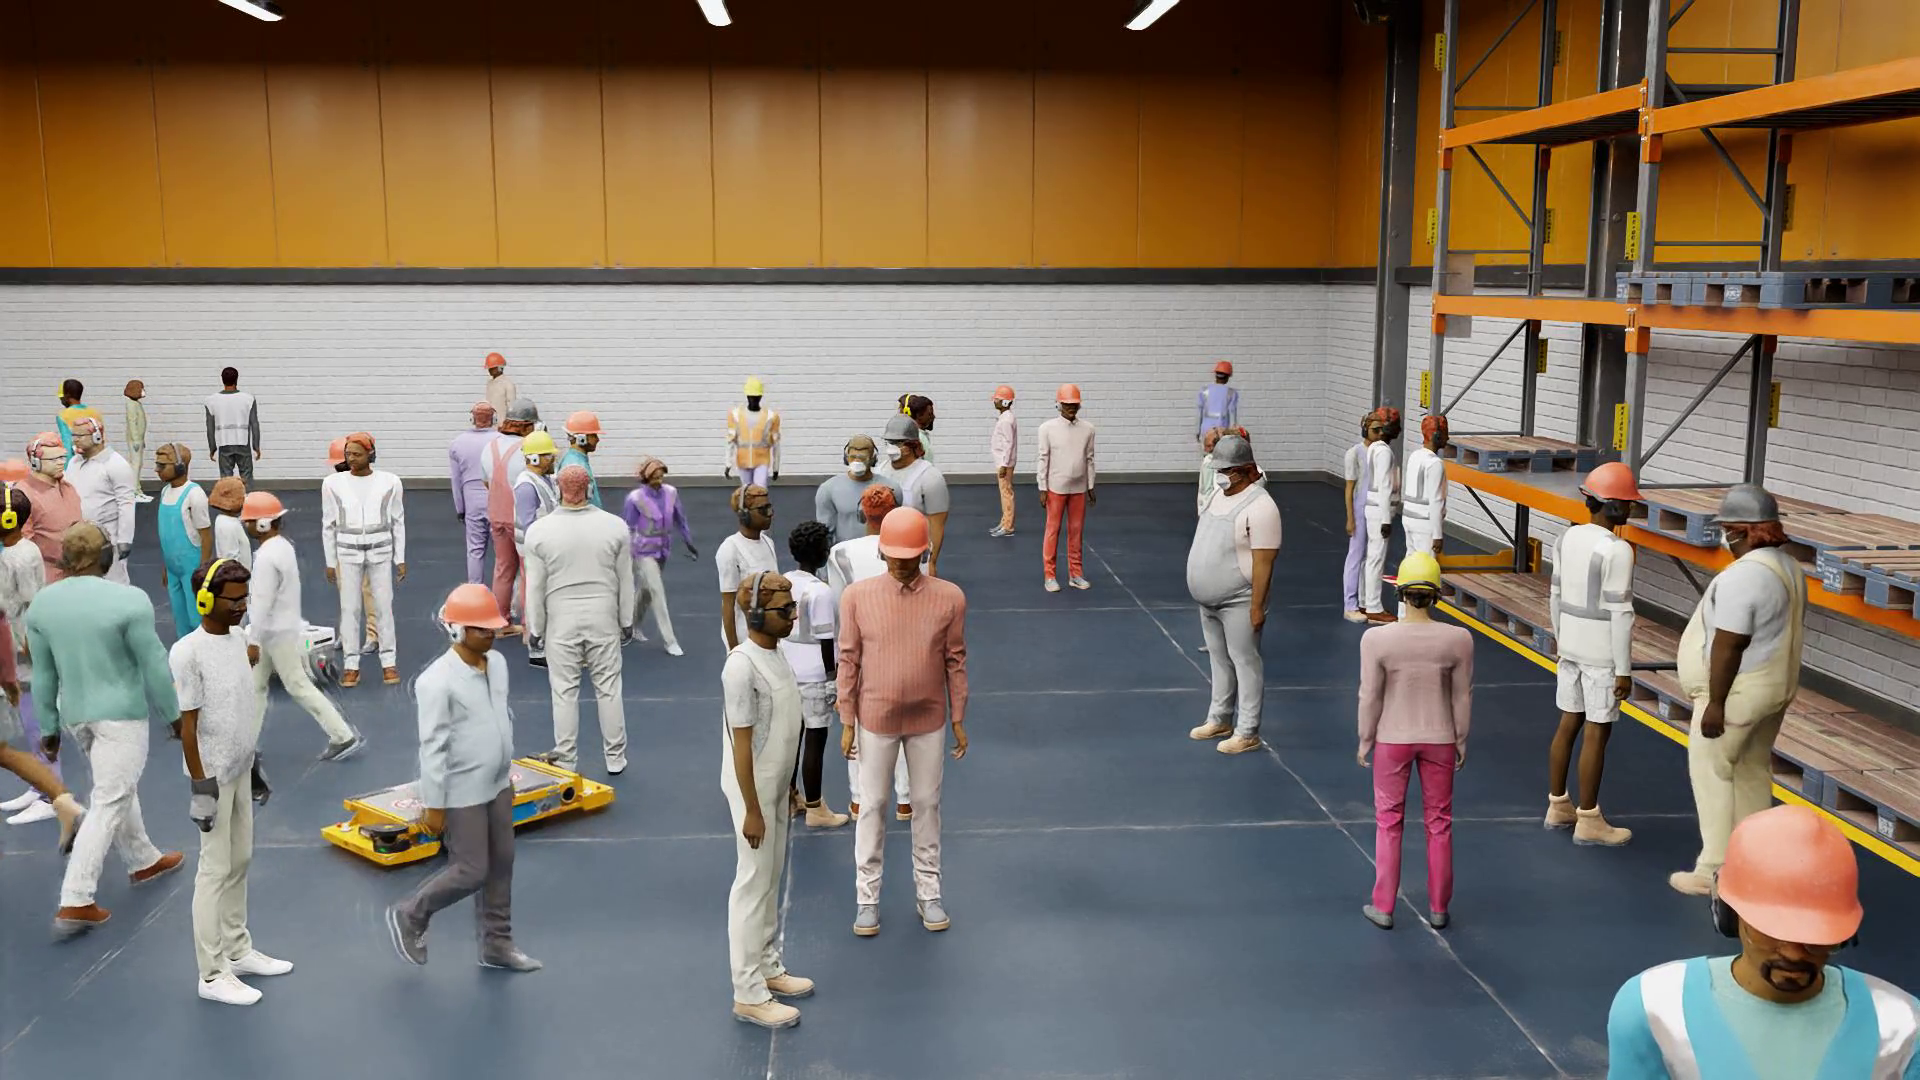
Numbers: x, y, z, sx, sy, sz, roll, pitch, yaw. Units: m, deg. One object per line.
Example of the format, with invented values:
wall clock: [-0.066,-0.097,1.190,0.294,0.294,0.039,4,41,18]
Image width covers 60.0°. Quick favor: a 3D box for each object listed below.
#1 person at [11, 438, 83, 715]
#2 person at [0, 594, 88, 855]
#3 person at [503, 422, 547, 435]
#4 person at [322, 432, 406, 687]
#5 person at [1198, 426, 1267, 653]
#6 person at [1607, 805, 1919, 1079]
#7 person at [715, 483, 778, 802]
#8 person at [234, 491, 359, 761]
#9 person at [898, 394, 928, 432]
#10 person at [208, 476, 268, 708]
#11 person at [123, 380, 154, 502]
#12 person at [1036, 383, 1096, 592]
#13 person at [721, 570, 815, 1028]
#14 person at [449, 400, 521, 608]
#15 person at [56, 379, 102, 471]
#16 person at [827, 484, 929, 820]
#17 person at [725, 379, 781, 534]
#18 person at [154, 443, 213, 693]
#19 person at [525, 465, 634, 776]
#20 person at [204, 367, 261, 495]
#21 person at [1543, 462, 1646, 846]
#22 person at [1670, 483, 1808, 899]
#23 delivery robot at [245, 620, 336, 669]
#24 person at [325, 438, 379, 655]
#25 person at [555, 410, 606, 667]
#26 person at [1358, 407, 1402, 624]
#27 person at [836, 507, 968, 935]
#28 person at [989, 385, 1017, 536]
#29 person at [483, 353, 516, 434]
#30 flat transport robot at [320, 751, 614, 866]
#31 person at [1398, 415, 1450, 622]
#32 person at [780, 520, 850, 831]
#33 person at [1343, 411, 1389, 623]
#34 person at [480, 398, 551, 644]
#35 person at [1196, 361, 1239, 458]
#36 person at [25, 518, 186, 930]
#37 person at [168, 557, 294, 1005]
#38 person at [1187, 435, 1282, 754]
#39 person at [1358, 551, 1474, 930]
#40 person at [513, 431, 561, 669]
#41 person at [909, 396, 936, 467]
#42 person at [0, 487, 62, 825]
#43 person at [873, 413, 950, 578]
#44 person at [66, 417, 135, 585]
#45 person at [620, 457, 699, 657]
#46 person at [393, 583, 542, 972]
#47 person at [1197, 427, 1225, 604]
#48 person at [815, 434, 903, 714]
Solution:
person: [-6.281,0.241,11.566,0.409,1.909,0.642,1,9,5]
person: [-4.879,0.719,8.281,0.806,2.003,0.642,1,9,7]
person: [-5.080,-0.855,19.428,0.512,1.583,0.891,-3,10,-21]
person: [-4.386,0.141,12.265,0.577,1.883,0.353,-3,10,-19]
person: [2.186,0.019,13.144,0.389,1.847,0.566,-6,11,-31]
person: [1.577,1.499,3.296,0.601,2.035,0.426,2,9,14]
person: [-1.183,0.595,9.534,0.345,1.847,0.508,4,10,22]
person: [-4.190,0.549,10.252,0.884,1.713,0.572,-3,9,-17]
person: [-0.471,-0.511,16.454,0.328,1.861,0.501,3,10,20]
person: [-5.058,0.367,11.631,0.285,1.633,0.497,-4,10,-25]
person: [-10.985,-1.321,22.222,0.286,1.633,0.500,-3,9,-16]
person: [1.030,-0.505,15.975,0.617,1.994,0.381,-4,10,-23]
person: [-0.787,1.034,6.776,0.345,1.847,0.504,1,9,9]
person: [-4.237,-0.306,14.984,0.639,1.914,0.407,1,9,6]
person: [-9.466,-0.782,17.963,0.377,1.914,0.597,2,9,10]
person: [-0.439,0.627,9.219,0.575,1.883,0.355,0,9,2]
person: [-2.316,-0.875,18.694,0.591,1.878,1.005,1,9,5]
person: [-5.534,0.221,11.886,0.516,1.843,0.326,7,11,35]
person: [-2.279,0.494,9.997,0.636,1.903,0.406,-3,10,-19]
person: [-8.804,-1.126,20.183,0.596,1.896,0.386,-3,10,-19]
person: [3.410,0.599,8.888,0.391,2.040,0.615,-2,9,-13]
person: [3.798,0.720,8.135,0.698,2.000,0.536,-8,12,-43]
delivery robot: [-4.986,0.749,12.312,0.707,0.478,0.477,4,10,21]
person: [-4.865,0.048,13.288,0.561,1.741,0.343,4,10,22]
person: [-2.922,-0.010,12.887,0.406,1.987,0.614,-3,9,-17]
person: [3.661,-0.216,14.508,0.362,1.883,0.576,0,9,3]
person: [-0.261,0.826,7.648,0.610,1.985,0.392,-2,9,-10]
person: [0.506,-0.923,19.340,0.320,1.755,0.563,0,9,-1]
person: [-6.228,-1.537,22.479,0.611,1.987,0.392,8,12,41]
flat transport robot: [-2.677,1.445,9.121,0.652,0.197,1.431,8,12,40]
person: [3.853,-0.095,13.790,0.355,1.876,0.573,-1,9,-6]
person: [-0.823,0.734,9.128,0.316,1.695,0.541,-6,11,-34]
person: [3.572,-0.203,14.545,0.513,1.845,0.336,-6,11,-34]
person: [-3.597,-0.177,13.767,0.686,2.000,0.535,5,11,30]
person: [3.440,-1.461,22.348,0.578,1.883,0.957,2,9,14]
person: [-4.050,0.839,7.873,0.640,1.901,0.985,3,9,17]
person: [-3.065,0.994,6.976,0.329,1.865,0.508,0,9,3]
person: [1.710,0.325,10.615,0.535,2.000,0.680,-4,10,-23]
person: [2.092,0.930,7.682,0.522,1.769,0.311,0,9,2]
person: [-3.224,0.073,12.845,0.404,1.836,0.590,-1,9,-3]
person: [-0.386,-0.371,15.371,0.388,1.919,0.594,0,9,-3]
person: [-5.203,0.633,9.213,0.328,1.873,0.519,-6,11,-32]
person: [-0.443,0.109,11.976,0.682,2.000,0.537,7,11,36]
person: [-6.876,-0.027,13.249,0.654,1.906,0.408,4,10,23]
person: [-2.502,0.099,13.415,0.831,1.596,0.612,6,11,35]
person: [-2.128,1.030,7.147,0.535,1.737,0.570,3,9,16]
person: [2.332,-0.221,15.293,0.306,1.642,0.523,3,9,16]
person: [-0.684,0.232,11.530,0.629,1.938,0.372,-3,10,-20]
